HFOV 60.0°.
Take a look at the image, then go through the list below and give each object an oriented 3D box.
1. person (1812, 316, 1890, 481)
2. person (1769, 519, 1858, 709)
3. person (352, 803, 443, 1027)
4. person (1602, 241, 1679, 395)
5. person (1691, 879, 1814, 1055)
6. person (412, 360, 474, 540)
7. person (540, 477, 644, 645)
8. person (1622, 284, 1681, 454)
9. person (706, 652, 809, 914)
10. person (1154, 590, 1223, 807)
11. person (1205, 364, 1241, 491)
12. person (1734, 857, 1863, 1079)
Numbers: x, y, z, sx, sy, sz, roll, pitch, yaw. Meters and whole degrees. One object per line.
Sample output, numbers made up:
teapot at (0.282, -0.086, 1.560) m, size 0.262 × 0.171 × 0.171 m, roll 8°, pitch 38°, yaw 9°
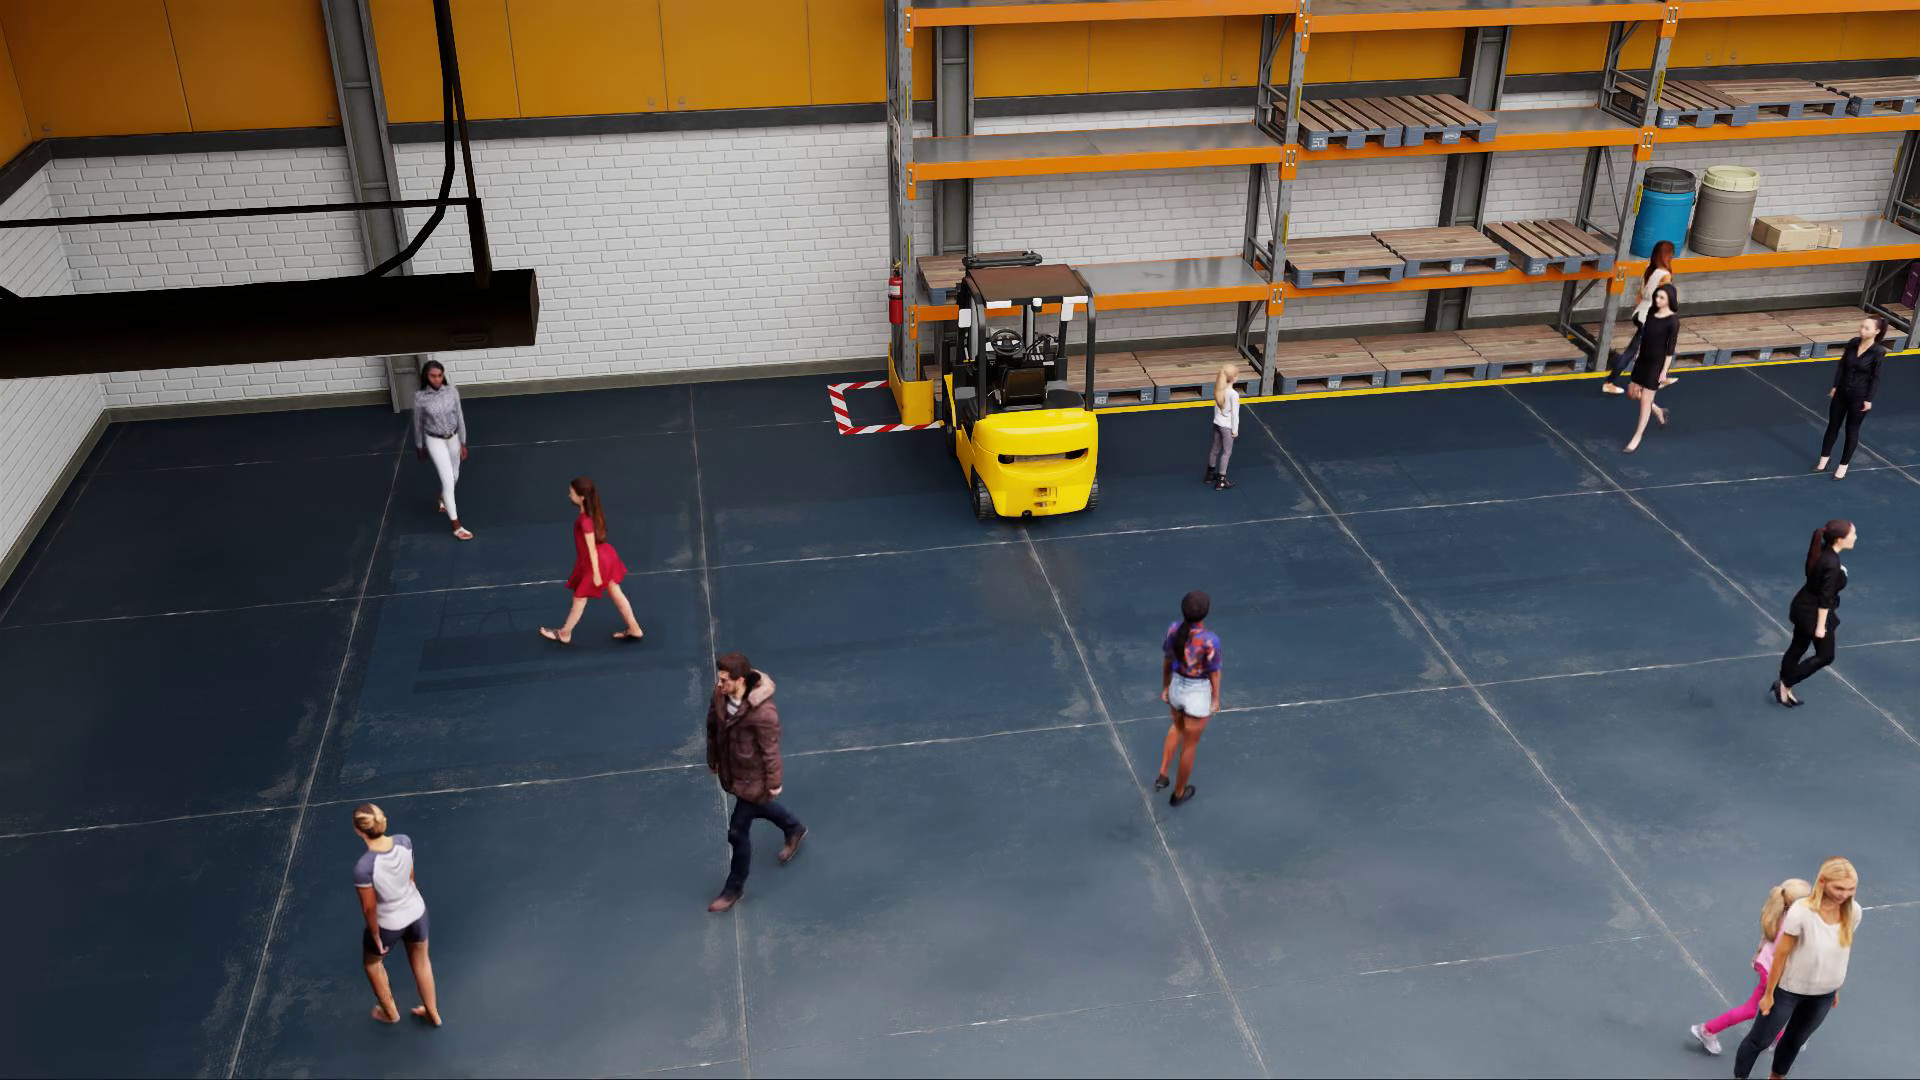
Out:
person at (8.753, -1.399, 16.315) m, size 0.579 × 1.711 × 0.628 m, roll -14°, pitch 31°, yaw -23°
person at (6.450, 0.581, 12.746) m, size 0.691 × 1.652 × 0.689 m, roll 4°, pitch 29°, yaw 7°
person at (-3.255, 2.248, 9.739) m, size 0.782 × 1.605 × 0.722 m, roll 21°, pitch 35°, yaw 33°
person at (7.372, -2.362, 18.055) m, size 1.113 × 1.736 × 0.677 m, roll -2°, pitch 29°, yaw -5°
person at (4.657, 2.499, 9.642) m, size 0.959 × 1.257 × 0.665 m, roll 4°, pitch 29°, yaw 8°
person at (-4.809, -0.891, 15.407) m, size 1.114 × 1.689 × 0.964 m, roll -15°, pitch 32°, yaw -25°
person at (-2.899, 0.196, 13.600) m, size 1.085 × 1.510 × 0.676 m, roll 0°, pitch 29°, yaw 0°
person at (7.079, -1.747, 16.867) m, size 0.864 × 1.793 × 0.662 m, roll -8°, pitch 30°, yaw -15°
person at (-1.321, 1.494, 10.916) m, size 1.164 × 1.802 × 1.311 m, roll 25°, pitch 37°, yaw 38°
person at (1.553, 1.142, 11.633) m, size 0.720 × 1.732 × 0.772 m, roll 24°, pitch 37°, yaw 37°
person at (2.582, -1.119, 16.258) m, size 0.566 × 1.274 × 0.550 m, roll -14°, pitch 32°, yaw -24°
person at (4.609, 2.461, 9.136) m, size 0.429 × 1.809 × 0.671 m, roll -4°, pitch 29°, yaw -7°
